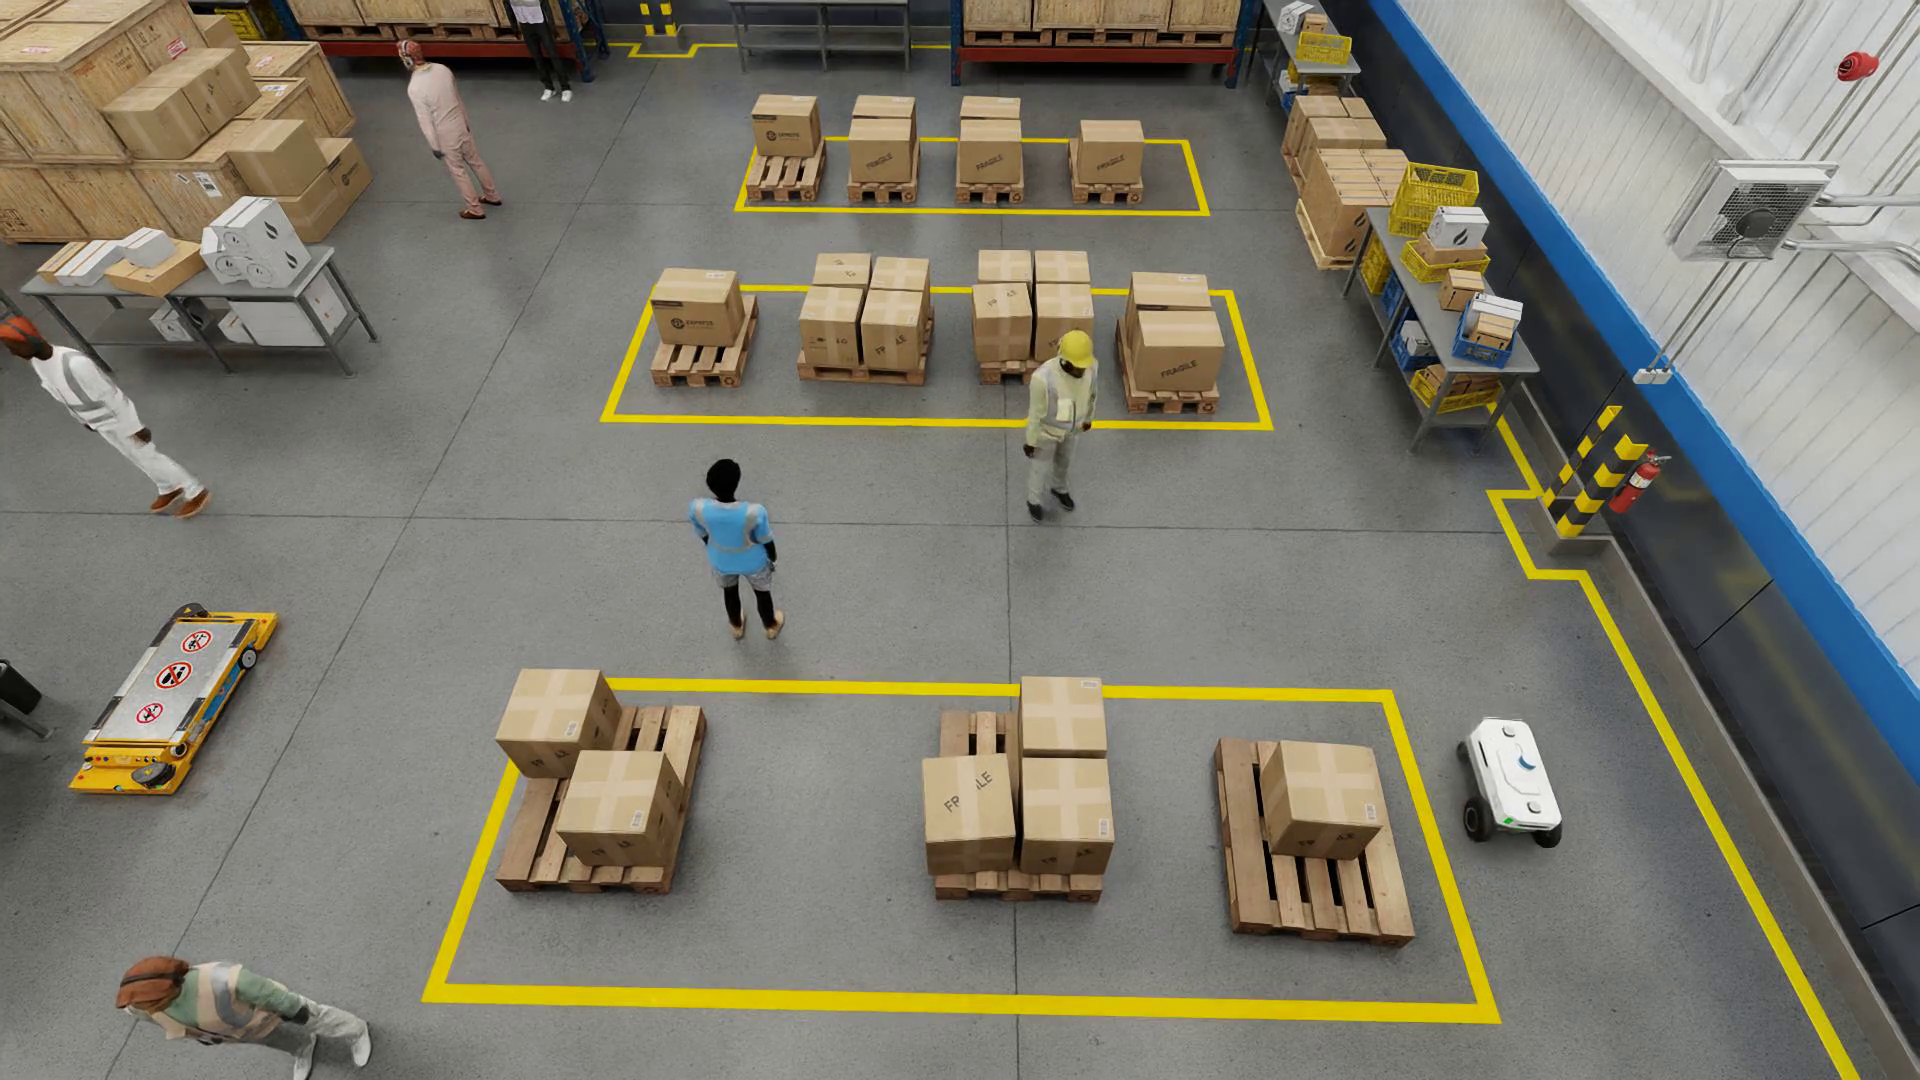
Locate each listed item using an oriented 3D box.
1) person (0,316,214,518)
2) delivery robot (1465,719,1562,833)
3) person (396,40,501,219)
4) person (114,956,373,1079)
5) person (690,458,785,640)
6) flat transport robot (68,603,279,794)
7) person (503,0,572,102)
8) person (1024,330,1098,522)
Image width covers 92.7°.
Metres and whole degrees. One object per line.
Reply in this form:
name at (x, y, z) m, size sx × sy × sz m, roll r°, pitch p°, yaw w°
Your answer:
person at (-6.589, -0.925, 7.092) m, size 0.603 × 1.883 × 0.380 m, roll 13°, pitch 51°, yaw 11°
delivery robot at (3.524, 1.501, 5.835) m, size 0.477 × 0.478 × 0.707 m, roll 4°, pitch 50°, yaw 3°
person at (-5.653, -4.488, 10.092) m, size 0.400 × 1.900 × 0.647 m, roll 12°, pitch 51°, yaw 10°
person at (-3.482, 2.337, 4.489) m, size 0.510 × 1.630 × 0.317 m, roll -11°, pitch 51°, yaw -9°
person at (-1.505, 0.119, 6.326) m, size 0.546 × 1.687 × 0.322 m, roll 2°, pitch 50°, yaw 2°
flat transport robot at (-5.504, 1.072, 6.442) m, size 0.652 × 0.197 × 1.431 m, roll 1°, pitch 50°, yaw 1°
person at (-5.602, -6.778, 12.023) m, size 0.597 × 1.908 × 0.409 m, roll 1°, pitch 50°, yaw 1°
person at (0.774, -0.878, 7.088) m, size 0.657 × 1.821 × 0.416 m, roll -20°, pitch 53°, yaw -16°
